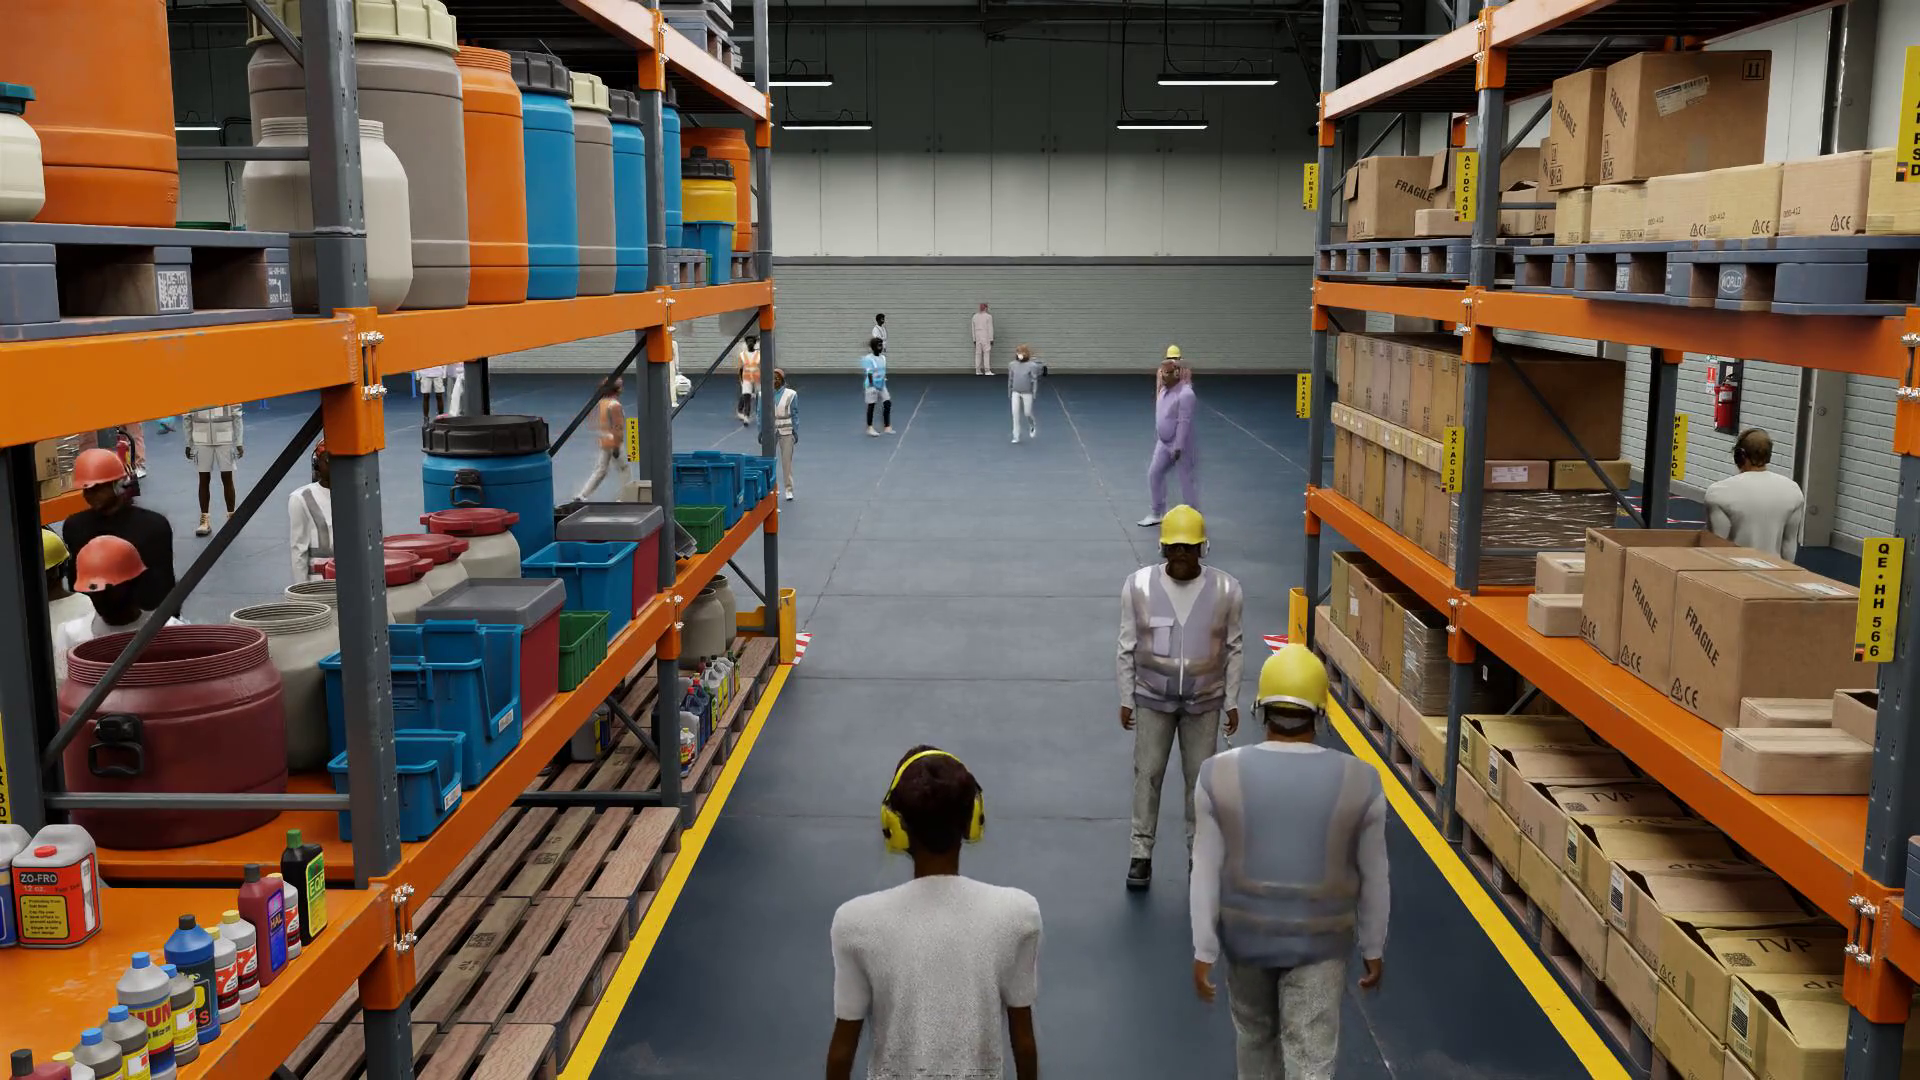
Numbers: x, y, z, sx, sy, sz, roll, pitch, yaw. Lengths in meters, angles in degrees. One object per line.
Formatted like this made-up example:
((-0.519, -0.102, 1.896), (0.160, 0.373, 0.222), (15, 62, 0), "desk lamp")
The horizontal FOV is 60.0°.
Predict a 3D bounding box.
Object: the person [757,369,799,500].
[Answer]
((-2.270, -1.320, 20.754), (0.525, 1.639, 0.307), (0, 9, -1), "person")

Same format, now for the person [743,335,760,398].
((-4.436, -4.131, 36.516), (0.659, 2.000, 0.684), (1, 9, 3), "person")

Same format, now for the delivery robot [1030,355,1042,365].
((1.928, -4.688, 43.237), (0.335, 0.223, 0.698), (4, 10, 23), "delivery robot")

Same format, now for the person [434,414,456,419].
((-3.439, 0.050, 11.723), (0.566, 1.913, 0.642), (8, 12, 39), "person")

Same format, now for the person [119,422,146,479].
((-11.483, -1.801, 22.833), (0.643, 1.909, 0.410), (3, 10, 16), "person")

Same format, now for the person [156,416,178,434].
((-13.805, -2.749, 28.761), (0.560, 1.821, 0.471), (0, 9, 1), "person")

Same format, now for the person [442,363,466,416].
((-9.054, -2.941, 29.817), (0.651, 1.853, 0.988), (0, 9, -2), "person")

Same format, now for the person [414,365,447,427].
((-9.447, -2.945, 29.627), (0.586, 1.942, 0.544), (-4, 10, -23), "person")

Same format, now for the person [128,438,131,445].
((-13.636, -2.411, 26.942), (0.531, 1.753, 0.352), (1, 10, 9), "person")

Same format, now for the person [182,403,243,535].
((-8.128, -1.076, 18.112), (0.605, 2.036, 0.383), (-3, 10, -18), "person")

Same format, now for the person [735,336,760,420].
((-3.893, -3.105, 30.954), (0.517, 1.818, 0.877), (-8, 12, -40), "person")

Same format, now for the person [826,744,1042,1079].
((-0.063, 1.394, 3.895), (0.527, 1.846, 0.744), (-2, 10, -12), "person")

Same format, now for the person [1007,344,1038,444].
((1.048, -2.420, 27.435), (0.505, 1.619, 0.565), (3, 10, 19), "person")

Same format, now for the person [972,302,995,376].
((0.628, -5.256, 43.530), (0.638, 1.909, 0.402), (7, 12, 38), "person")

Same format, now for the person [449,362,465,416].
((-8.784, -2.827, 29.105), (0.592, 1.858, 0.847), (9, 13, 44), "person")

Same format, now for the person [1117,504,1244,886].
((1.039, 0.736, 7.855), (0.591, 1.833, 0.404), (1, 10, 5), "person")

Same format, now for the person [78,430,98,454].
((-9.222, -0.914, 17.554), (0.641, 1.900, 0.404), (6, 11, 32), "person")

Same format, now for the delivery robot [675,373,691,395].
((-6.138, -3.429, 36.475), (0.477, 0.478, 0.707), (-4, 10, -22), "delivery robot")

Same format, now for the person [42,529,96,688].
((-4.137, 0.814, 7.620), (0.523, 1.760, 0.325), (0, 9, -1), "person")

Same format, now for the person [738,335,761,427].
((-3.749, -2.889, 30.126), (0.547, 1.649, 0.896), (0, 9, 3), "person")

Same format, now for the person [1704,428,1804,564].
((4.883, 0.266, 10.357), (0.631, 1.940, 0.372), (-2, 10, -9), "person")

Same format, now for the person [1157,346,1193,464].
((3.179, -2.032, 24.751), (0.527, 1.730, 0.872), (-1, 10, -5), "person")

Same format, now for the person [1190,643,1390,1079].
((1.006, 1.218, 5.099), (0.602, 1.798, 0.884), (2, 10, 12), "person")

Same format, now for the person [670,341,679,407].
((-5.993, -3.532, 34.020), (0.498, 1.633, 0.279), (1, 9, 4), "person")

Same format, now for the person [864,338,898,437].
((-1.344, -2.586, 28.224), (0.614, 1.680, 0.543), (8, 12, 39), "person")

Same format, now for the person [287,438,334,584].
((-3.905, 0.287, 10.402), (0.360, 1.881, 0.575), (5, 11, 29), "person")

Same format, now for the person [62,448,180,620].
((-4.514, 0.481, 8.987), (0.627, 1.972, 0.445), (-1, 10, -5), "person")

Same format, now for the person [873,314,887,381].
((-1.995, -4.775, 41.303), (0.321, 1.689, 0.530), (4, 10, 21), "person")

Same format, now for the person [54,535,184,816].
((-3.371, 0.886, 6.844), (0.532, 1.887, 1.014), (0, 9, 3), "person")

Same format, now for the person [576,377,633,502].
((-4.189, -1.145, 19.778), (0.783, 1.611, 0.512), (-6, 11, -34), "person")

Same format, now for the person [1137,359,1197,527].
((2.312, -1.052, 18.438), (0.793, 1.879, 0.659), (-5, 11, -29), "person")
